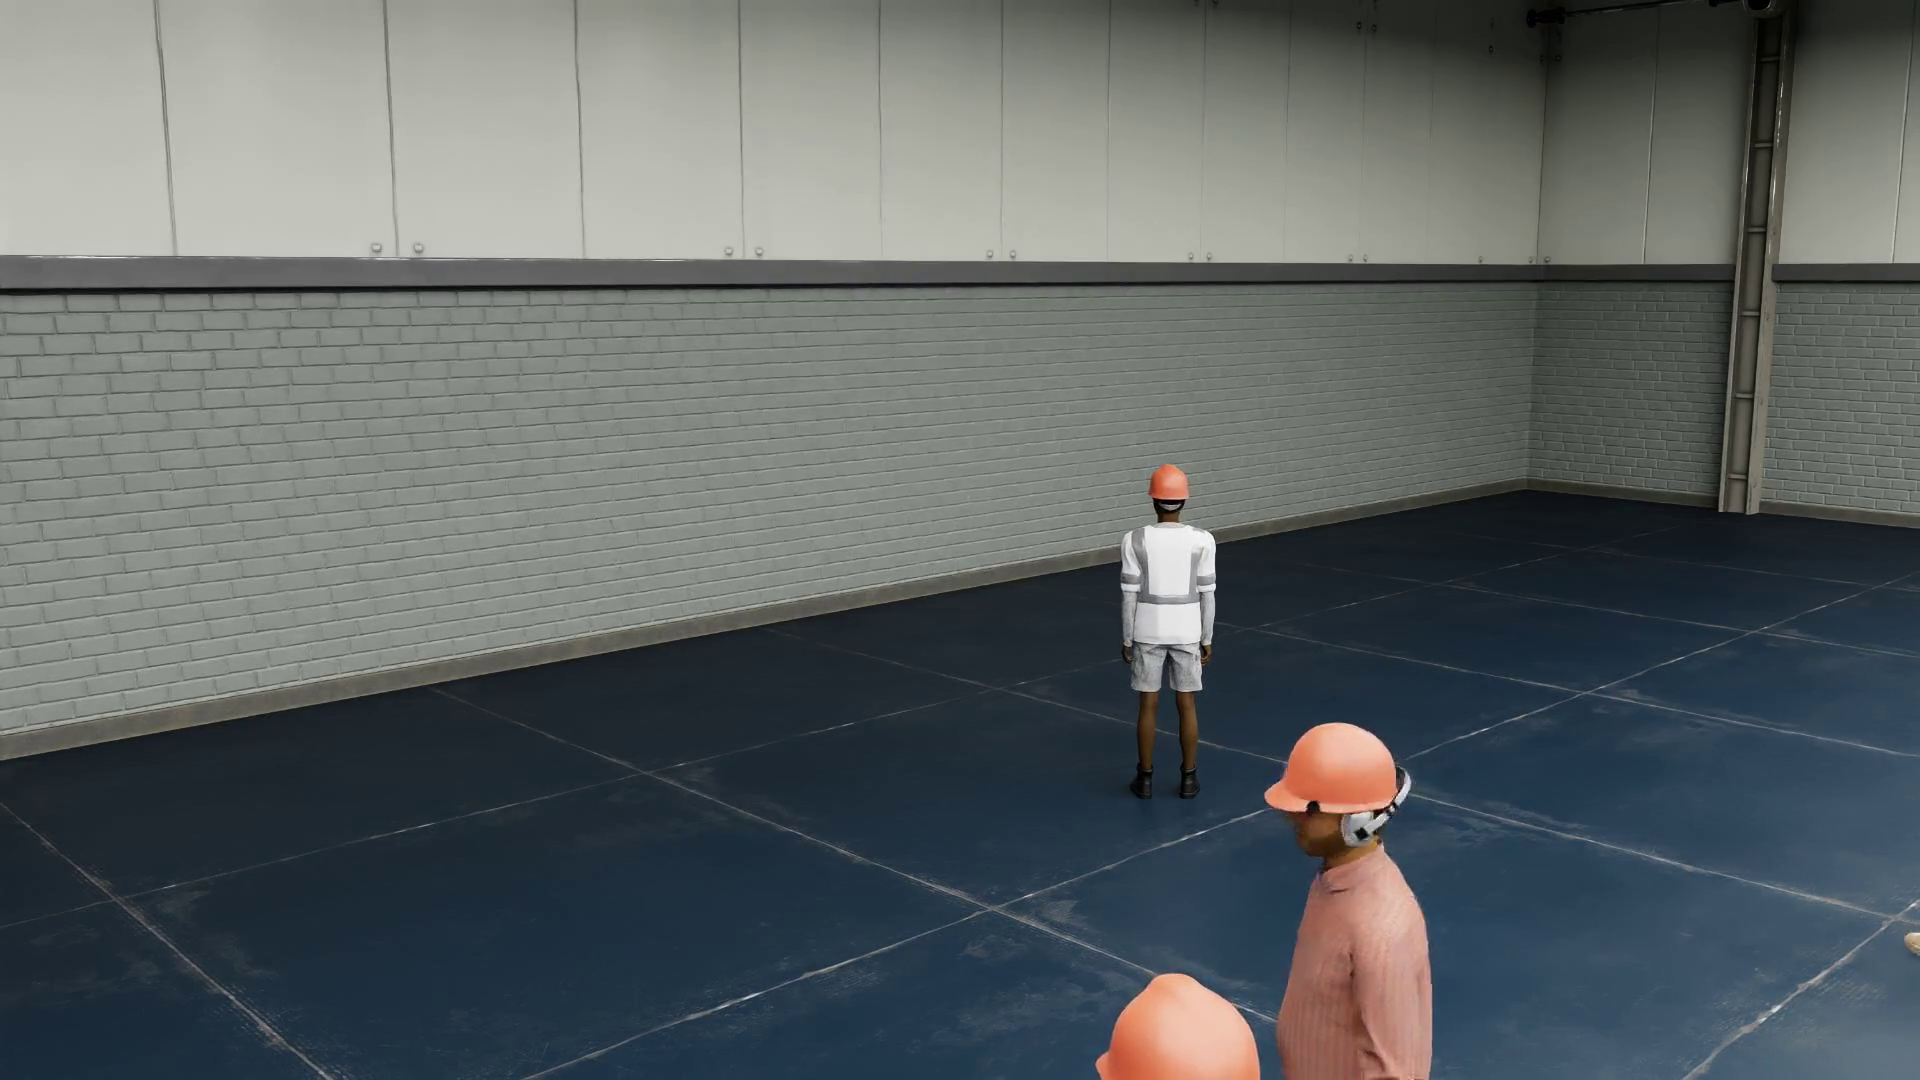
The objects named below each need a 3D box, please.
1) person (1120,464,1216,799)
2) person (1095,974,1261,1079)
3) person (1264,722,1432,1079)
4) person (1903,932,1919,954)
[{"bbox_3d":[1.190,0.533,9.569,0.547,1.942,0.351,0,9,3],"label":"person"},{"bbox_3d":[0.351,1.643,2.691,0.547,1.938,0.377,-6,11,-32],"label":"person"},{"bbox_3d":[0.953,1.405,4.044,0.487,1.983,0.722,1,9,4],"label":"person"},{"bbox_3d":[4.418,1.033,6.896,0.617,1.809,0.932,-4,10,-26],"label":"person"}]
